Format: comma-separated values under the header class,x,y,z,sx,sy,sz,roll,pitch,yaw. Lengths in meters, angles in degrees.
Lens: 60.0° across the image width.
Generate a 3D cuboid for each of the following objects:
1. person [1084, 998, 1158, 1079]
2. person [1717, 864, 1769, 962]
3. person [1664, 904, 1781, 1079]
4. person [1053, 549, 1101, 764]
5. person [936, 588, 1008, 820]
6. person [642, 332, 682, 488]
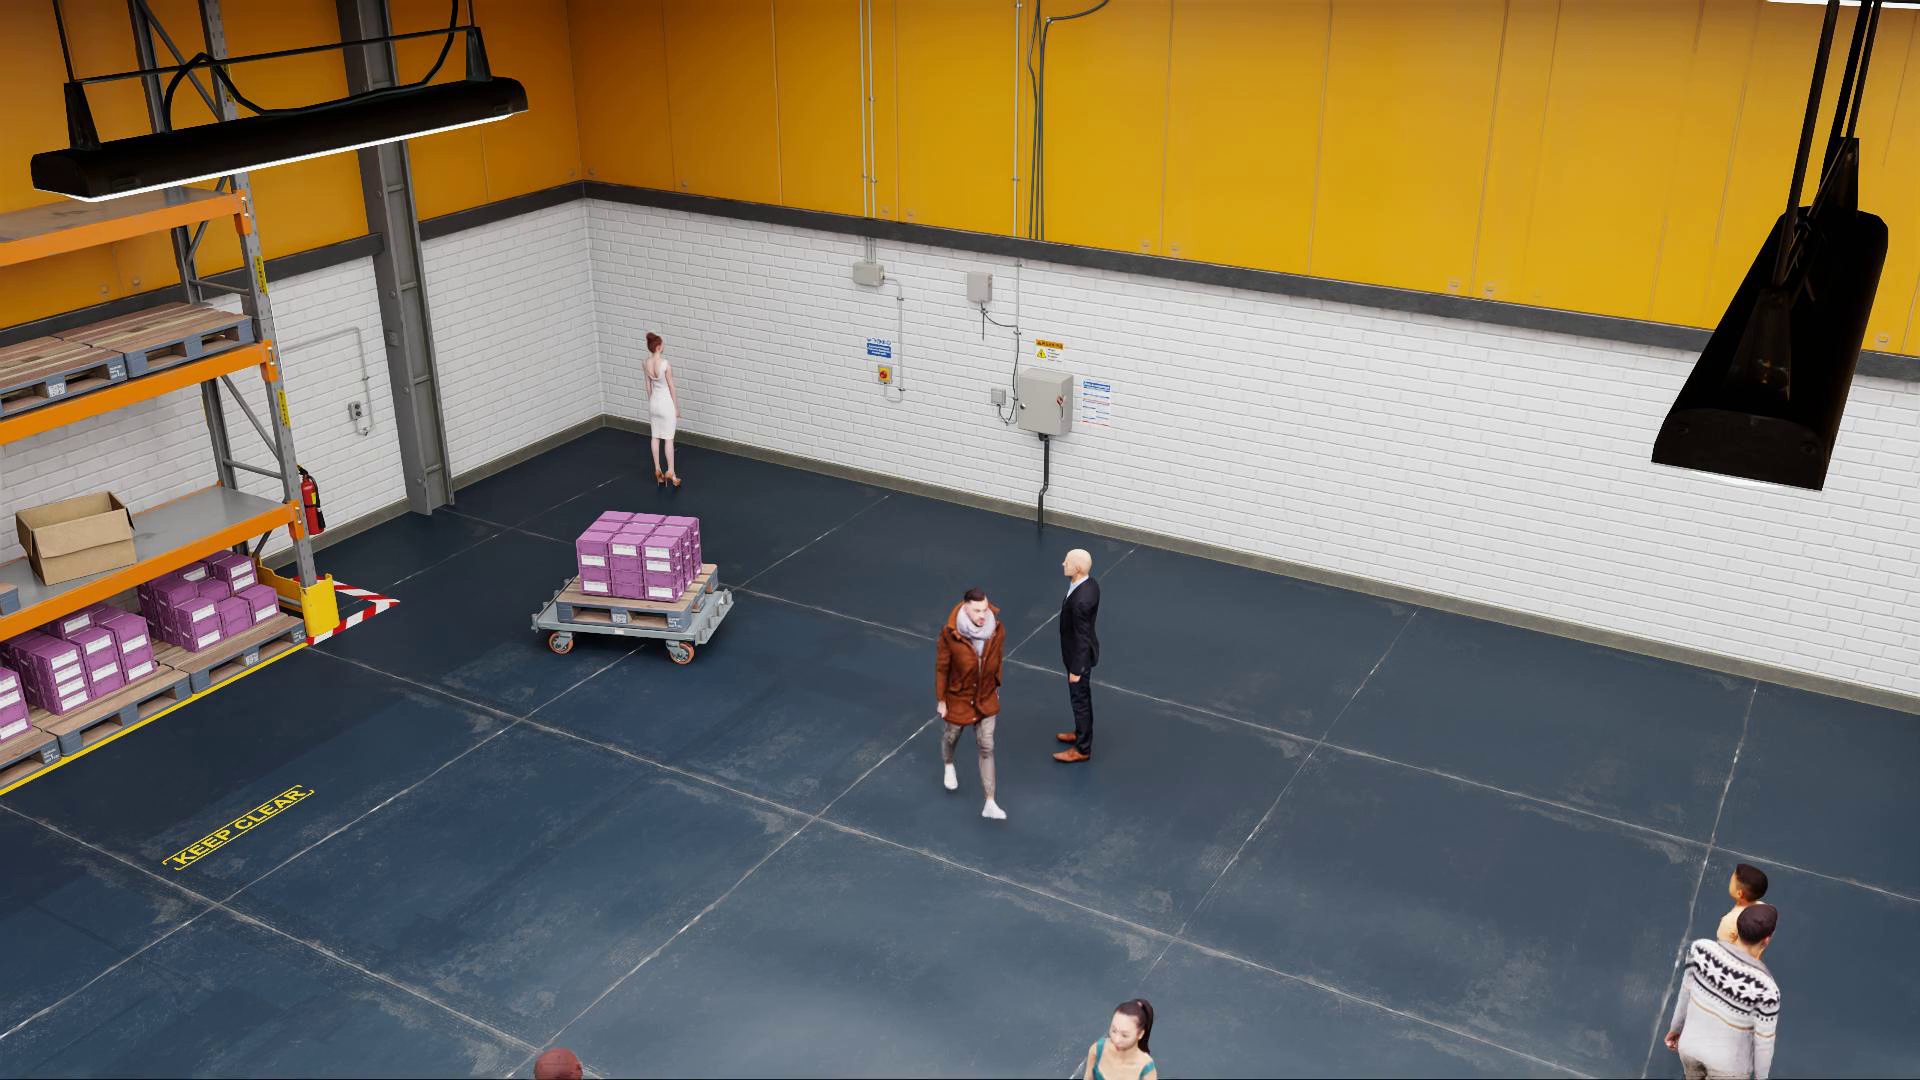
class,x,y,z,sx,sy,sz,roll,pitch,yaw
person,0.845,3.013,8.515,0.635,1.659,1.030,18,29,35
person,4.593,2.580,9.765,0.626,1.452,0.688,-16,28,-33
person,3.980,2.756,8.879,0.810,1.839,0.810,-14,27,-29
person,0.948,0.901,13.173,0.817,1.798,0.647,3,24,7
person,0.036,1.176,12.573,1.210,1.776,1.235,-7,25,-16
person,-3.343,-1.462,18.584,0.565,1.794,0.463,14,27,28
